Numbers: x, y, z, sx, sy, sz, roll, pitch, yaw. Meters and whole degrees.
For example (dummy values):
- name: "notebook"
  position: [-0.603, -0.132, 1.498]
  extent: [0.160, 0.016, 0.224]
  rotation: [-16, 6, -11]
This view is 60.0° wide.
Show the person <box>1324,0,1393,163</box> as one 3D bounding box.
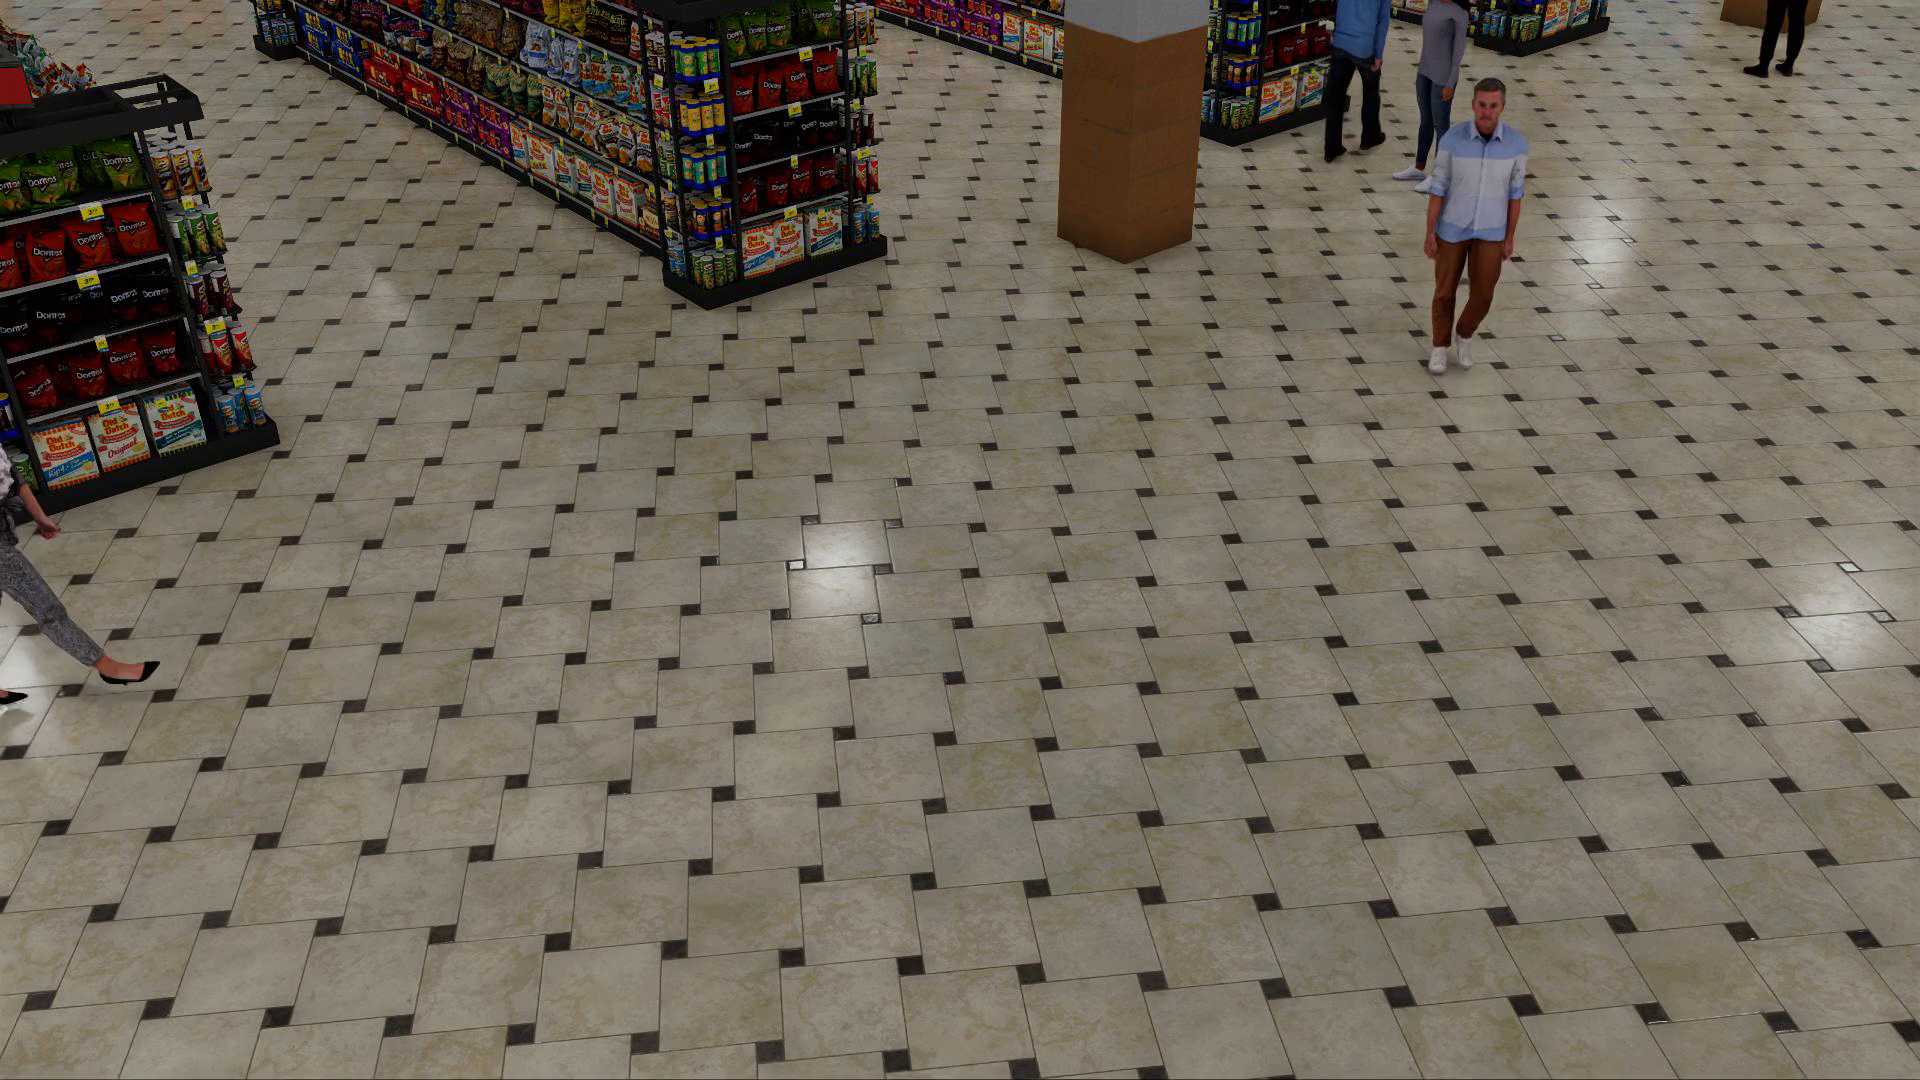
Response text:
- name: "person"
  position: [3.097, -3.890, 13.172]
  extent: [0.925, 1.795, 0.843]
  rotation: [21, 38, 30]

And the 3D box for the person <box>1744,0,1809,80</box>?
- name: "person"
  position: [7.624, -5.139, 15.217]
  extent: [0.698, 1.754, 0.693]
  rotation: [-6, 32, -10]

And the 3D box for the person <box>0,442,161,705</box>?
- name: "person"
  position: [-4.185, 0.042, 7.006]
  extent: [0.991, 1.633, 1.100]
  rotation: [-6, 32, -10]

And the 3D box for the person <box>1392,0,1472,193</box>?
- name: "person"
  position: [3.662, -3.541, 12.666]
  extent: [0.738, 1.736, 0.604]
  rotation: [-8, 33, -13]

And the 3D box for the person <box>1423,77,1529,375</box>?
- name: "person"
  position: [3.042, -1.882, 9.925]
  extent: [0.806, 1.816, 0.890]
  rotation: [6, 32, 10]
